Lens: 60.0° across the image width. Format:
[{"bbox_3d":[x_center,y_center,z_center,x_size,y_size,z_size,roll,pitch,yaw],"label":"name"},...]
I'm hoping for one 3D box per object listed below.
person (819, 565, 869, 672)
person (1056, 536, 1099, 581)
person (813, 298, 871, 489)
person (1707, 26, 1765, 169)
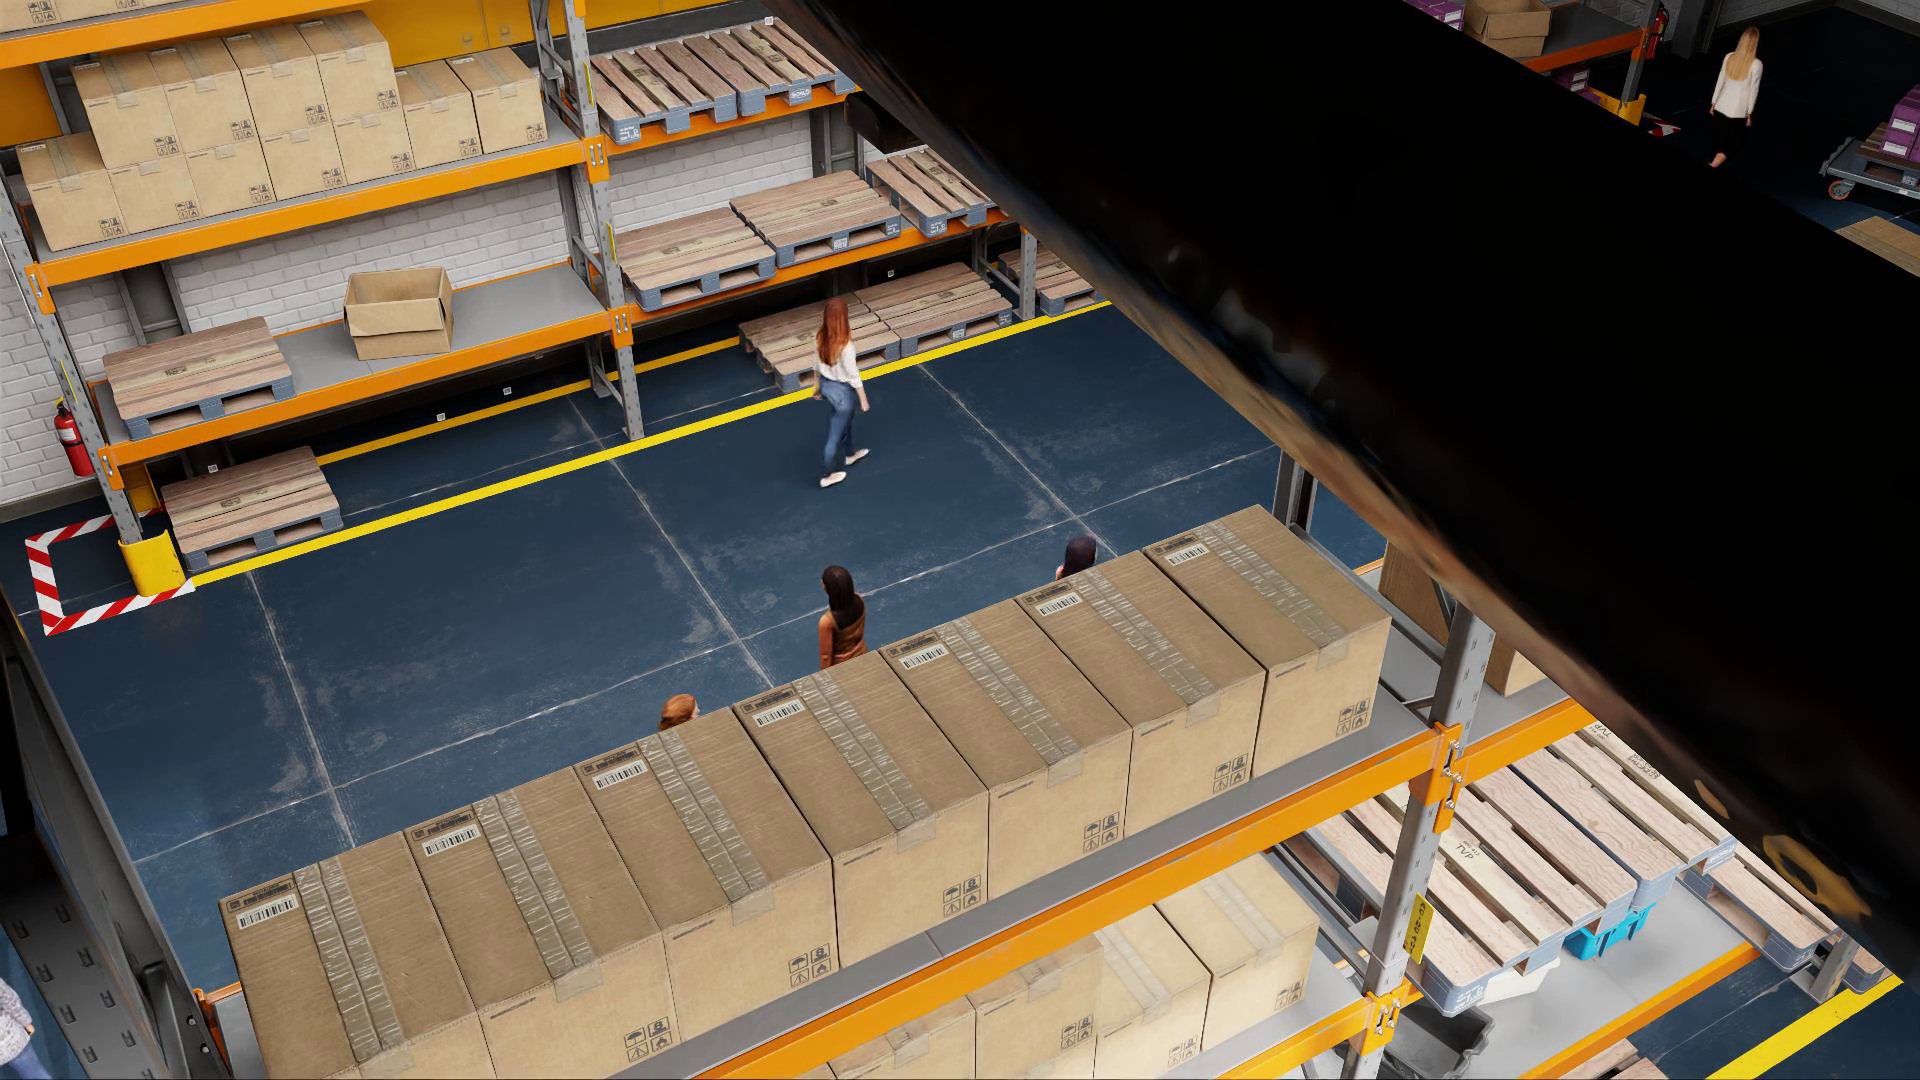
[{"bbox_3d":[-0.747,0.850,10.927,0.694,1.686,0.585,23,44,26],"label":"person"},{"bbox_3d":[0.735,0.705,11.087,0.639,1.713,0.663,-29,47,-31],"label":"person"},{"bbox_3d":[-1.063,-1.156,13.419,0.868,1.710,0.700,-28,46,-30],"label":"person"},{"bbox_3d":[8.036,-4.435,17.417,0.866,1.845,0.697,-25,45,-28],"label":"person"}]
